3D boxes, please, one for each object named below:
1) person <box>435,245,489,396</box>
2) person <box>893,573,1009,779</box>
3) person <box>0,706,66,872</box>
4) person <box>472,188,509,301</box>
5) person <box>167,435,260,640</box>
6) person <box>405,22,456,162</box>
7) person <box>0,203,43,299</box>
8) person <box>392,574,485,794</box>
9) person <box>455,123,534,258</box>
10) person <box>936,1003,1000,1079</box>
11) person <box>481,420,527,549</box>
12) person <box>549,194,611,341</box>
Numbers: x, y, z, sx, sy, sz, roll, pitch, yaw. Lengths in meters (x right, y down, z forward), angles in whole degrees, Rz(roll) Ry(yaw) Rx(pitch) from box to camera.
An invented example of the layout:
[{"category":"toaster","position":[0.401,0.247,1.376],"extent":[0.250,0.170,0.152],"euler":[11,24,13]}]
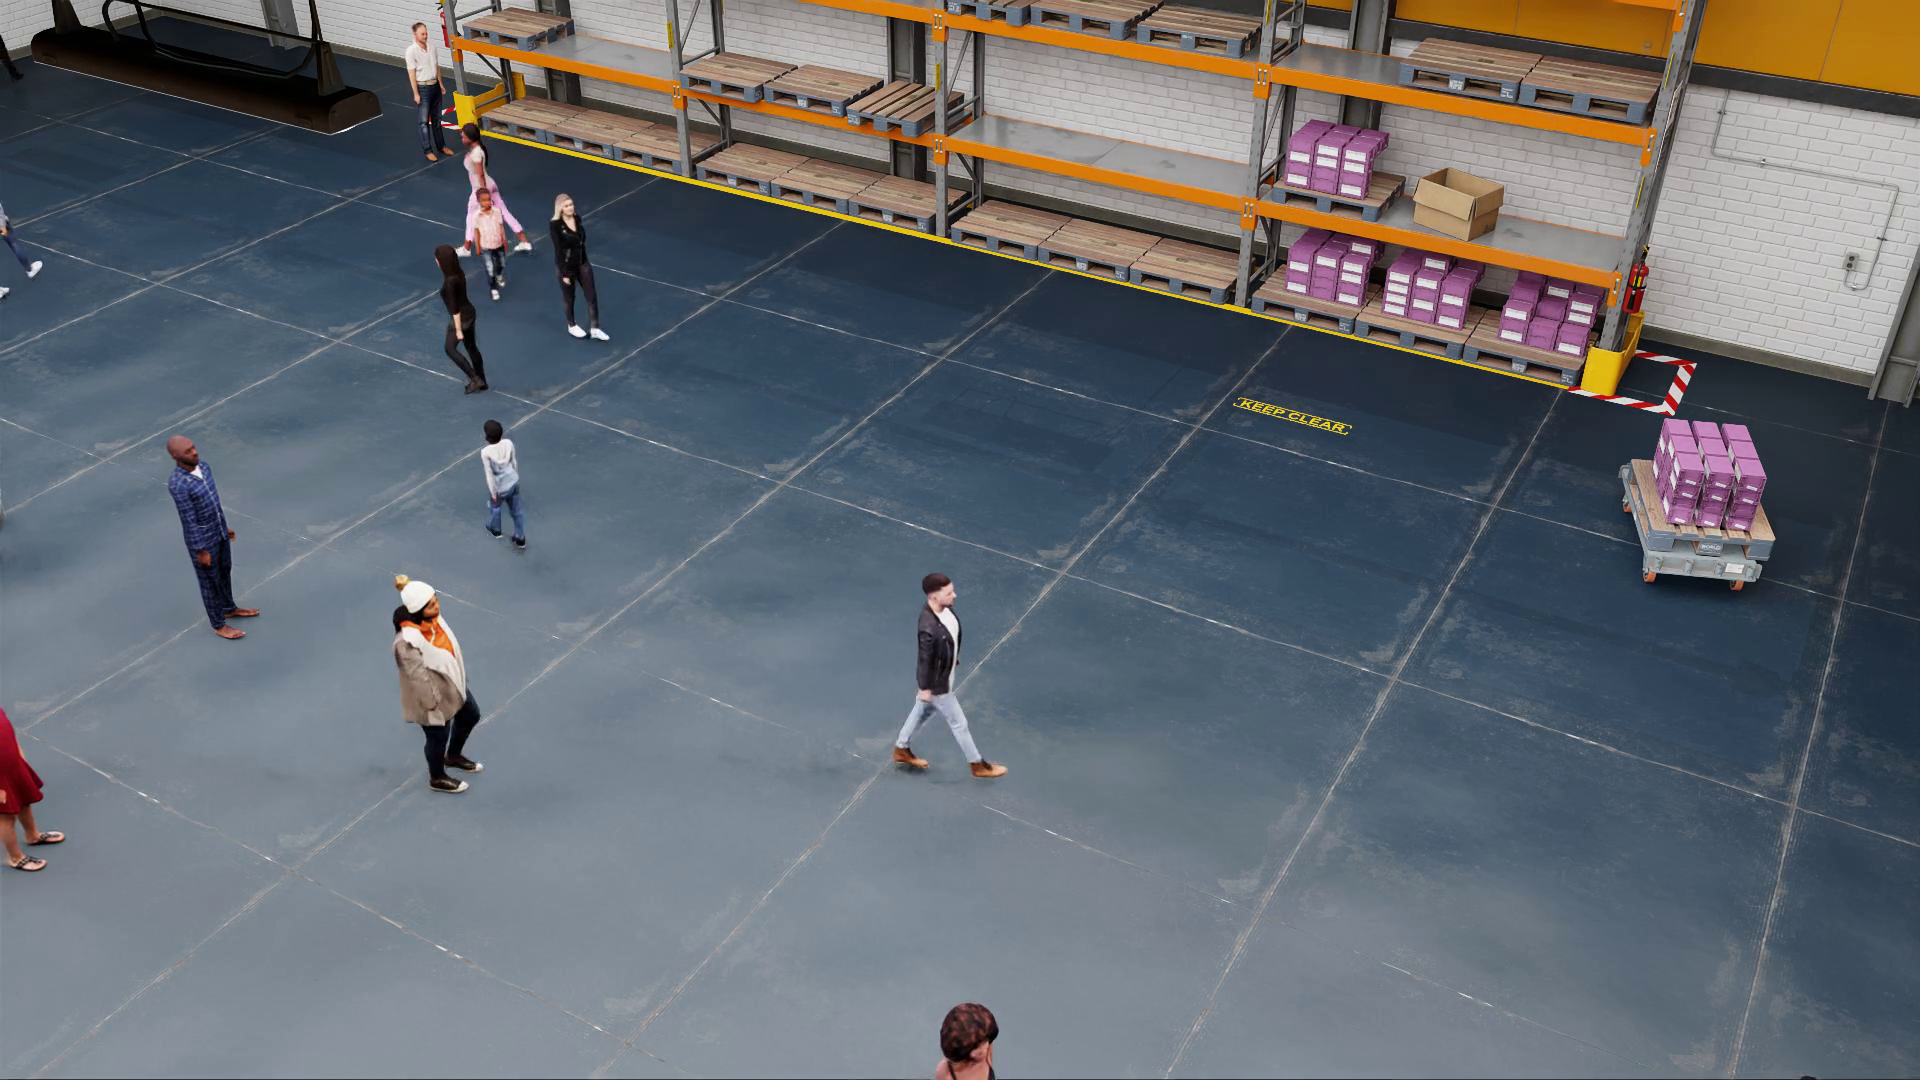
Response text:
[{"category":"person","position":[-5.012,-2.246,17.004],"extent":[0.698,1.628,0.672],"euler":[3,34,4]},{"category":"person","position":[-0.245,0.991,11.987],"extent":[1.207,1.792,0.955],"euler":[4,34,6]},{"category":"person","position":[-6.527,1.576,11.326],"extent":[0.722,1.548,0.666],"euler":[1,34,2]},{"category":"person","position":[-5.385,-3.430,19.084],"extent":[0.694,1.299,0.780],"euler":[-14,36,-20]},{"category":"person","position":[-6.143,-0.054,13.535],"extent":[0.759,1.819,0.756],"euler":[2,34,3]},{"category":"person","position":[-7.275,-6.149,22.674],"extent":[0.600,1.851,0.681],"euler":[22,40,30]},{"category":"person","position":[-11.114,-3.574,18.937],"extent":[1.095,1.700,1.004],"euler":[1,34,1]},{"category":"person","position":[-3.839,1.026,11.858],"extent":[0.809,1.876,0.812],"euler":[3,34,4]},{"category":"person","position":[-5.562,-4.126,19.782],"extent":[1.295,1.685,1.068],"euler":[0,34,1]},{"category":"person","position":[-0.038,3.096,8.850],"extent":[0.842,1.758,1.147],"euler":[-23,40,-30]},{"category":"person","position":[-4.005,-0.475,14.691],"extent":[0.628,1.239,0.778],"euler":[-23,40,-30]},{"category":"person","position":[-4.269,-2.964,18.050],"extent":[0.881,1.666,0.724],"euler":[28,43,35]}]
